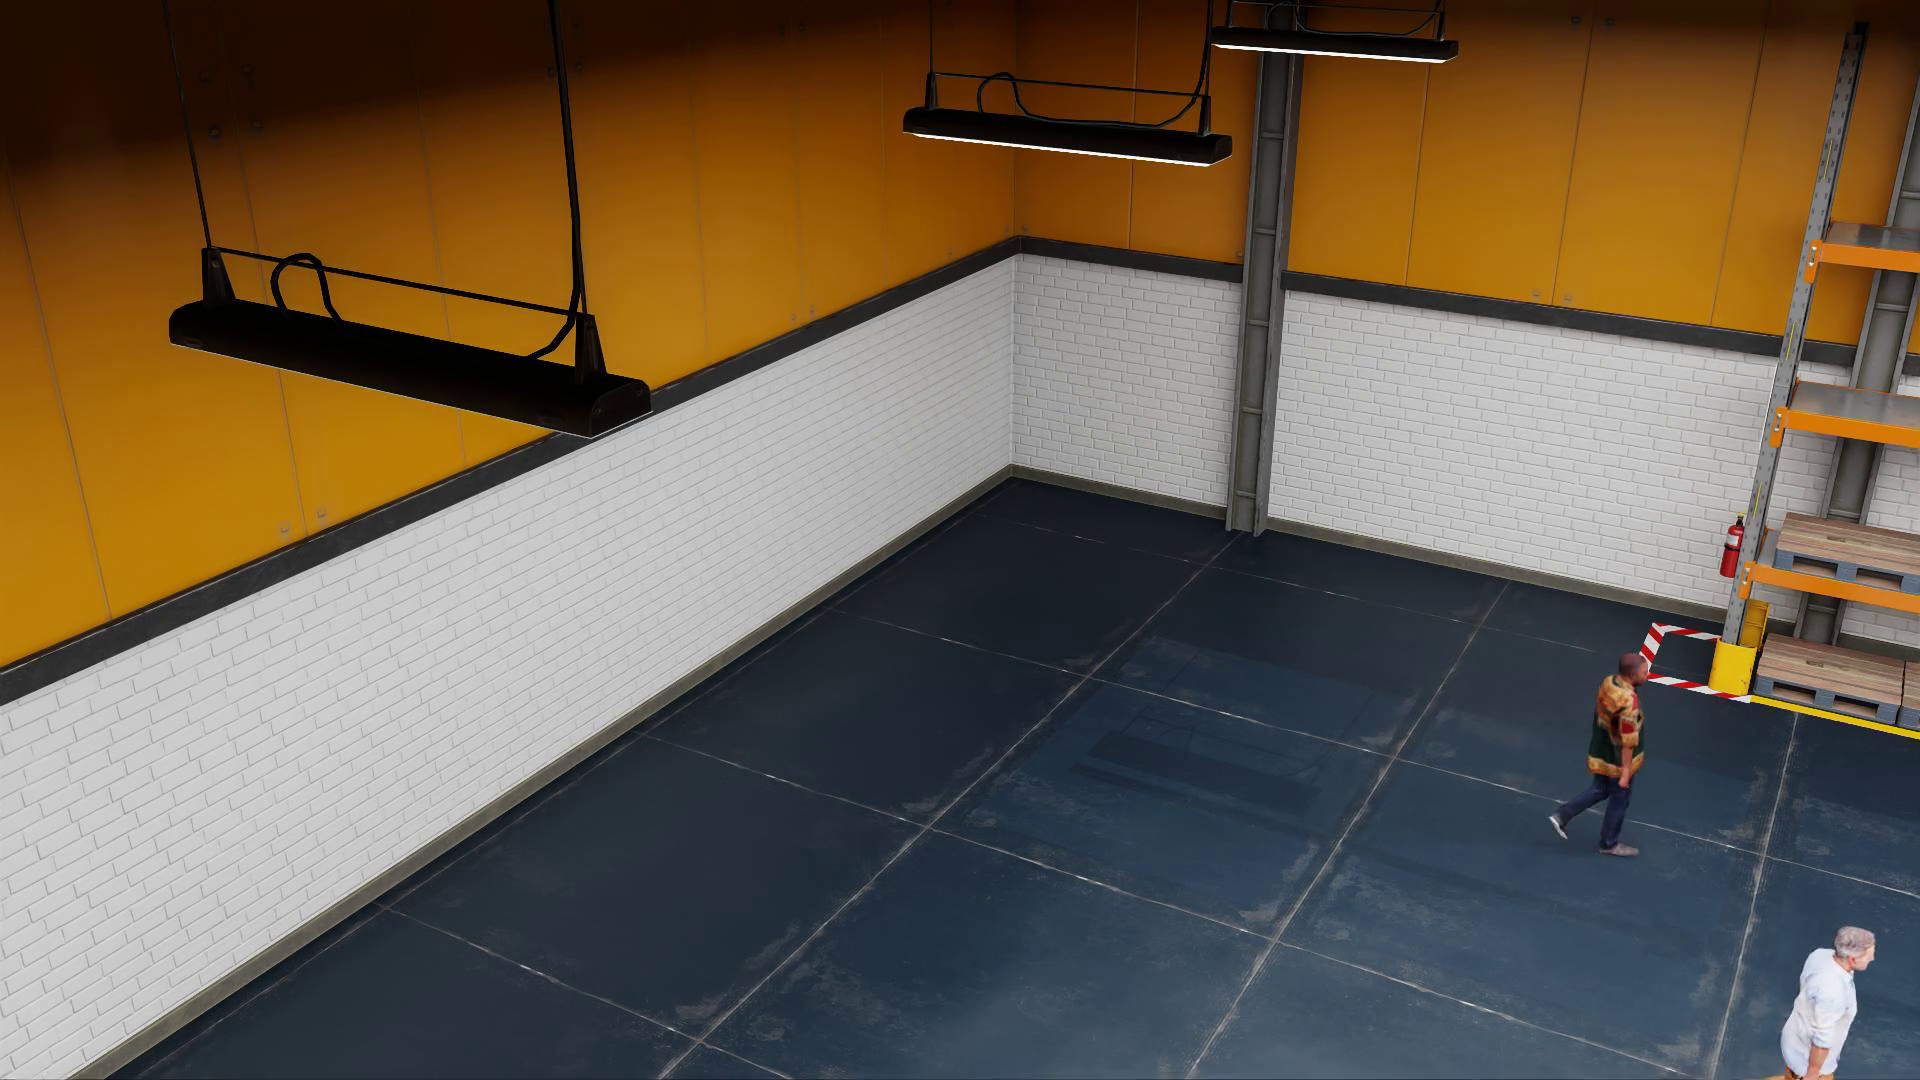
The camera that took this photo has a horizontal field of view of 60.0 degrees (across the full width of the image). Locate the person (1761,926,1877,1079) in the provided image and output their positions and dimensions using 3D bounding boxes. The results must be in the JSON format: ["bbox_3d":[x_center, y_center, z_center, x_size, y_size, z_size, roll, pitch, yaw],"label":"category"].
[{"bbox_3d":[4.989,3.014,9.906,1.092,1.804,0.846,6,24,13],"label":"person"}]

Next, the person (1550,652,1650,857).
[{"bbox_3d":[5.037,1.675,12.984,1.074,1.792,0.938,1,24,2],"label":"person"}]
